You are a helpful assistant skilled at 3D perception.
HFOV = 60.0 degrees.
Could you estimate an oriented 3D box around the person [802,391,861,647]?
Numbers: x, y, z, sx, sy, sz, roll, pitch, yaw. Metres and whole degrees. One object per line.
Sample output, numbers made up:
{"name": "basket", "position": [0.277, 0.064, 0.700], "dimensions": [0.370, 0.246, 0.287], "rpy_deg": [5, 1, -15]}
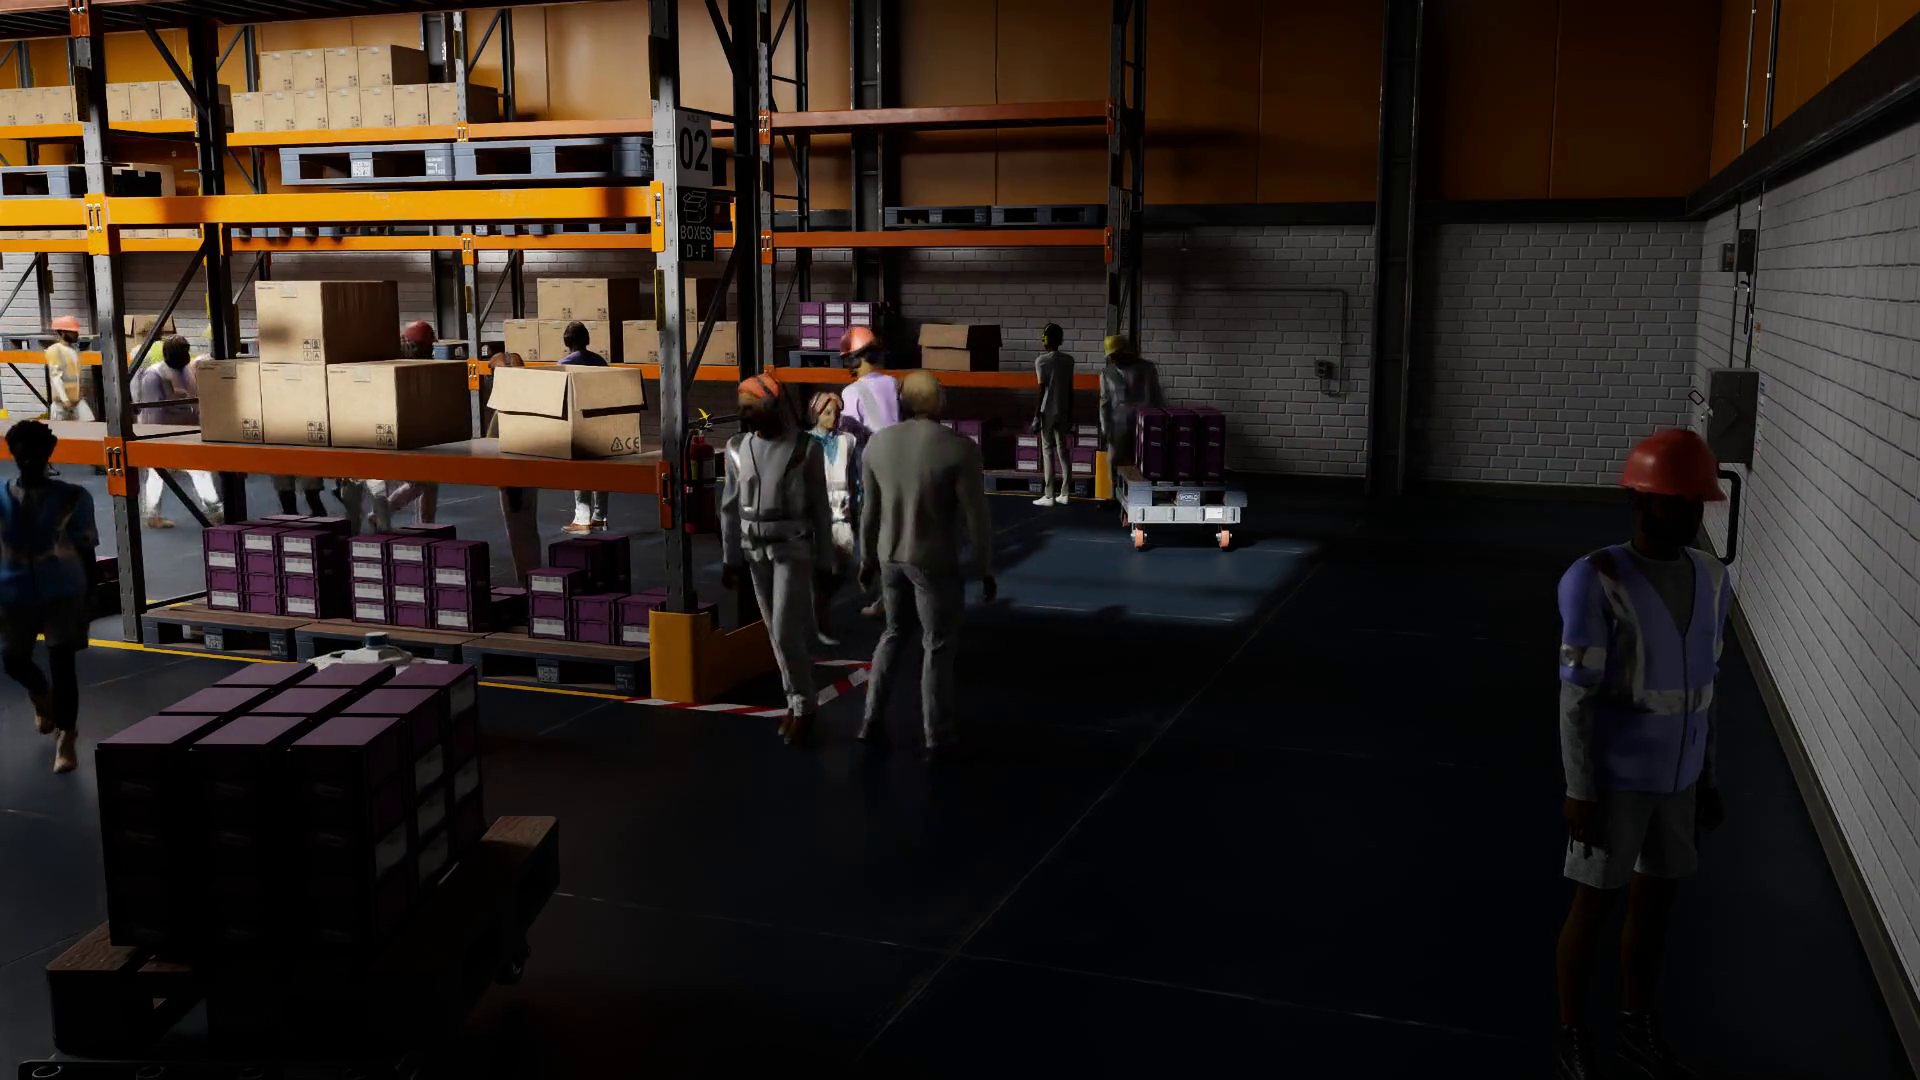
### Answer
{"name": "person", "position": [-0.887, -0.148, 10.692], "dimensions": [0.528, 1.625, 0.522], "rpy_deg": [-6, 11, -32]}

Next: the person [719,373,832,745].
{"name": "person", "position": [-0.971, 0.096, 8.407], "dimensions": [0.575, 1.859, 0.641], "rpy_deg": [5, 10, 28]}

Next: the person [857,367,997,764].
{"name": "person", "position": [-0.185, 0.132, 8.073], "dimensions": [0.727, 1.921, 0.436], "rpy_deg": [5, 11, 31]}

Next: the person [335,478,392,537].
{"name": "person", "position": [-4.844, -0.578, 13.484], "dimensions": [0.525, 1.597, 0.845], "rpy_deg": [-9, 12, -43]}

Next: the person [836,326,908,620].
{"name": "person", "position": [-0.601, -0.437, 11.267], "dimensions": [0.509, 2.014, 0.634], "rpy_deg": [5, 10, 29]}

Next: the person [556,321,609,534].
{"name": "person", "position": [-3.445, -1.019, 15.179], "dimensions": [0.353, 1.936, 0.635], "rpy_deg": [5, 10, 27]}

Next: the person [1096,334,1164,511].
{"name": "person", "position": [1.713, -1.143, 16.483], "dimensions": [0.661, 1.780, 0.407], "rpy_deg": [1, 9, 4]}

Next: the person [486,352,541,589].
{"name": "person", "position": [-3.084, -0.384, 11.531], "dimensions": [0.428, 1.836, 0.626], "rpy_deg": [-2, 9, -9]}

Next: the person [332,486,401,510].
{"name": "person", "position": [-5.926, -1.145, 16.542], "dimensions": [0.561, 1.756, 0.543], "rpy_deg": [-6, 11, -32]}

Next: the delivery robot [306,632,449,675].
{"name": "delivery robot", "position": [-2.929, 0.706, 8.382], "dimensions": [0.707, 0.478, 0.477], "rpy_deg": [4, 10, 23]}

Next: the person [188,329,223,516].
{"name": "person", "position": [-7.180, -1.157, 16.141], "dimensions": [0.494, 1.896, 0.609], "rpy_deg": [3, 10, 21]}

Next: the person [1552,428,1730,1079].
{"name": "person", "position": [1.940, 0.648, 4.707], "dimensions": [0.544, 1.939, 0.353], "rpy_deg": [-3, 10, -21]}

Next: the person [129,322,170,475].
{"name": "person", "position": [-9.342, -1.623, 19.391], "dimensions": [0.492, 1.818, 0.644], "rpy_deg": [8, 12, 42]}

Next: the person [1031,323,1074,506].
{"name": "person", "position": [0.951, -1.277, 17.019], "dimensions": [0.535, 1.868, 0.309], "rpy_deg": [-7, 11, -37]}

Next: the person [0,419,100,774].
{"name": "person", "position": [-4.436, 0.247, 8.048], "dimensions": [0.540, 1.679, 0.675], "rpy_deg": [-3, 9, -17]}

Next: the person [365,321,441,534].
{"name": "person", "position": [-4.692, -0.873, 14.140], "dimensions": [0.625, 1.973, 0.623], "rpy_deg": [2, 9, 10]}

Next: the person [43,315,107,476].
{"name": "person", "position": [-10.448, -1.680, 19.489], "dimensions": [0.953, 1.899, 0.555], "rpy_deg": [2, 9, 14]}

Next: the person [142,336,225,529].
{"name": "person", "position": [-7.205, -0.976, 15.367], "dimensions": [0.945, 1.792, 0.634], "rpy_deg": [3, 10, 21]}

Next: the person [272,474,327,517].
{"name": "person", "position": [-5.304, -0.692, 13.331], "dimensions": [0.612, 1.887, 0.389], "rpy_deg": [1, 9, 3]}
